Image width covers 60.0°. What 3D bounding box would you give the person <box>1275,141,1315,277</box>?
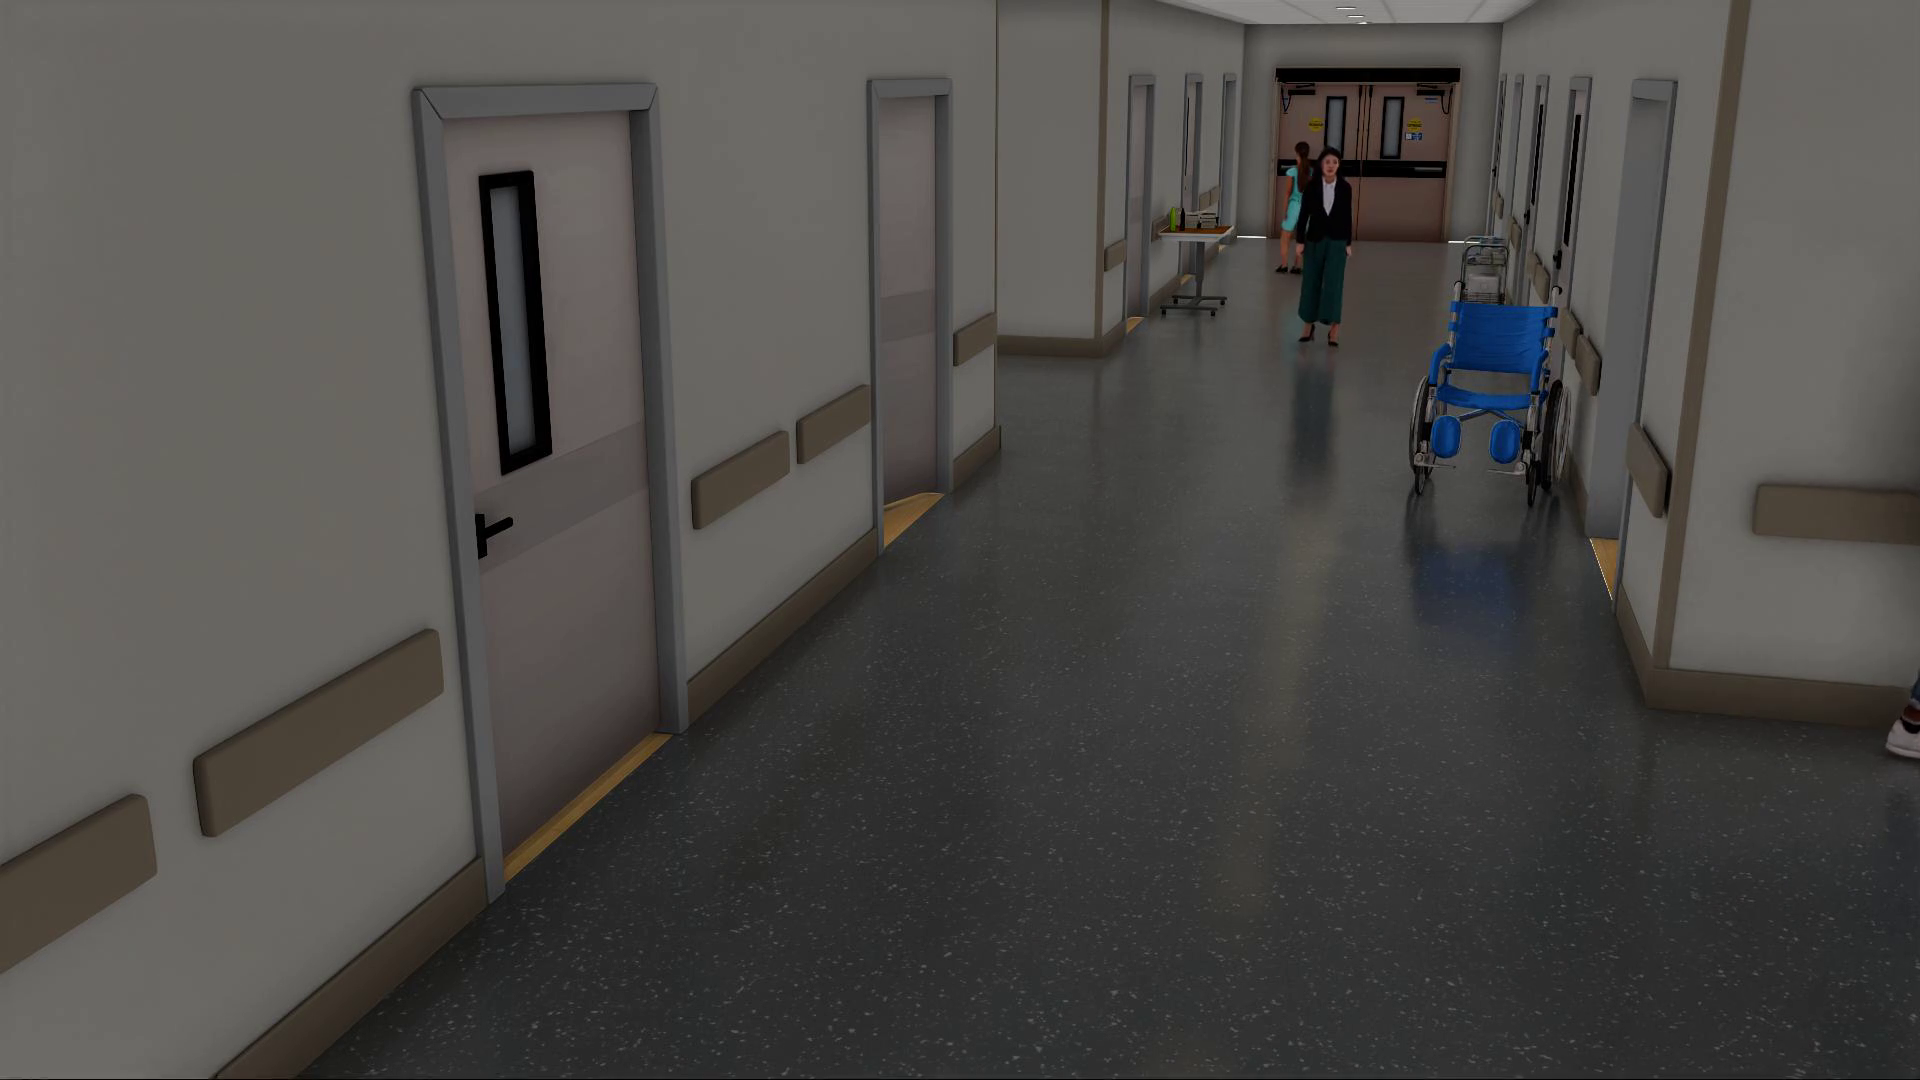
[{"bbox_3d":[4.008,-3.896,19.582,0.659,1.555,0.714,-3,16,-9],"label":"person"}]

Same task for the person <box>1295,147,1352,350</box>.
[{"bbox_3d":[3.146,-2.511,14.407,0.688,1.699,0.973,3,16,11],"label":"person"}]
